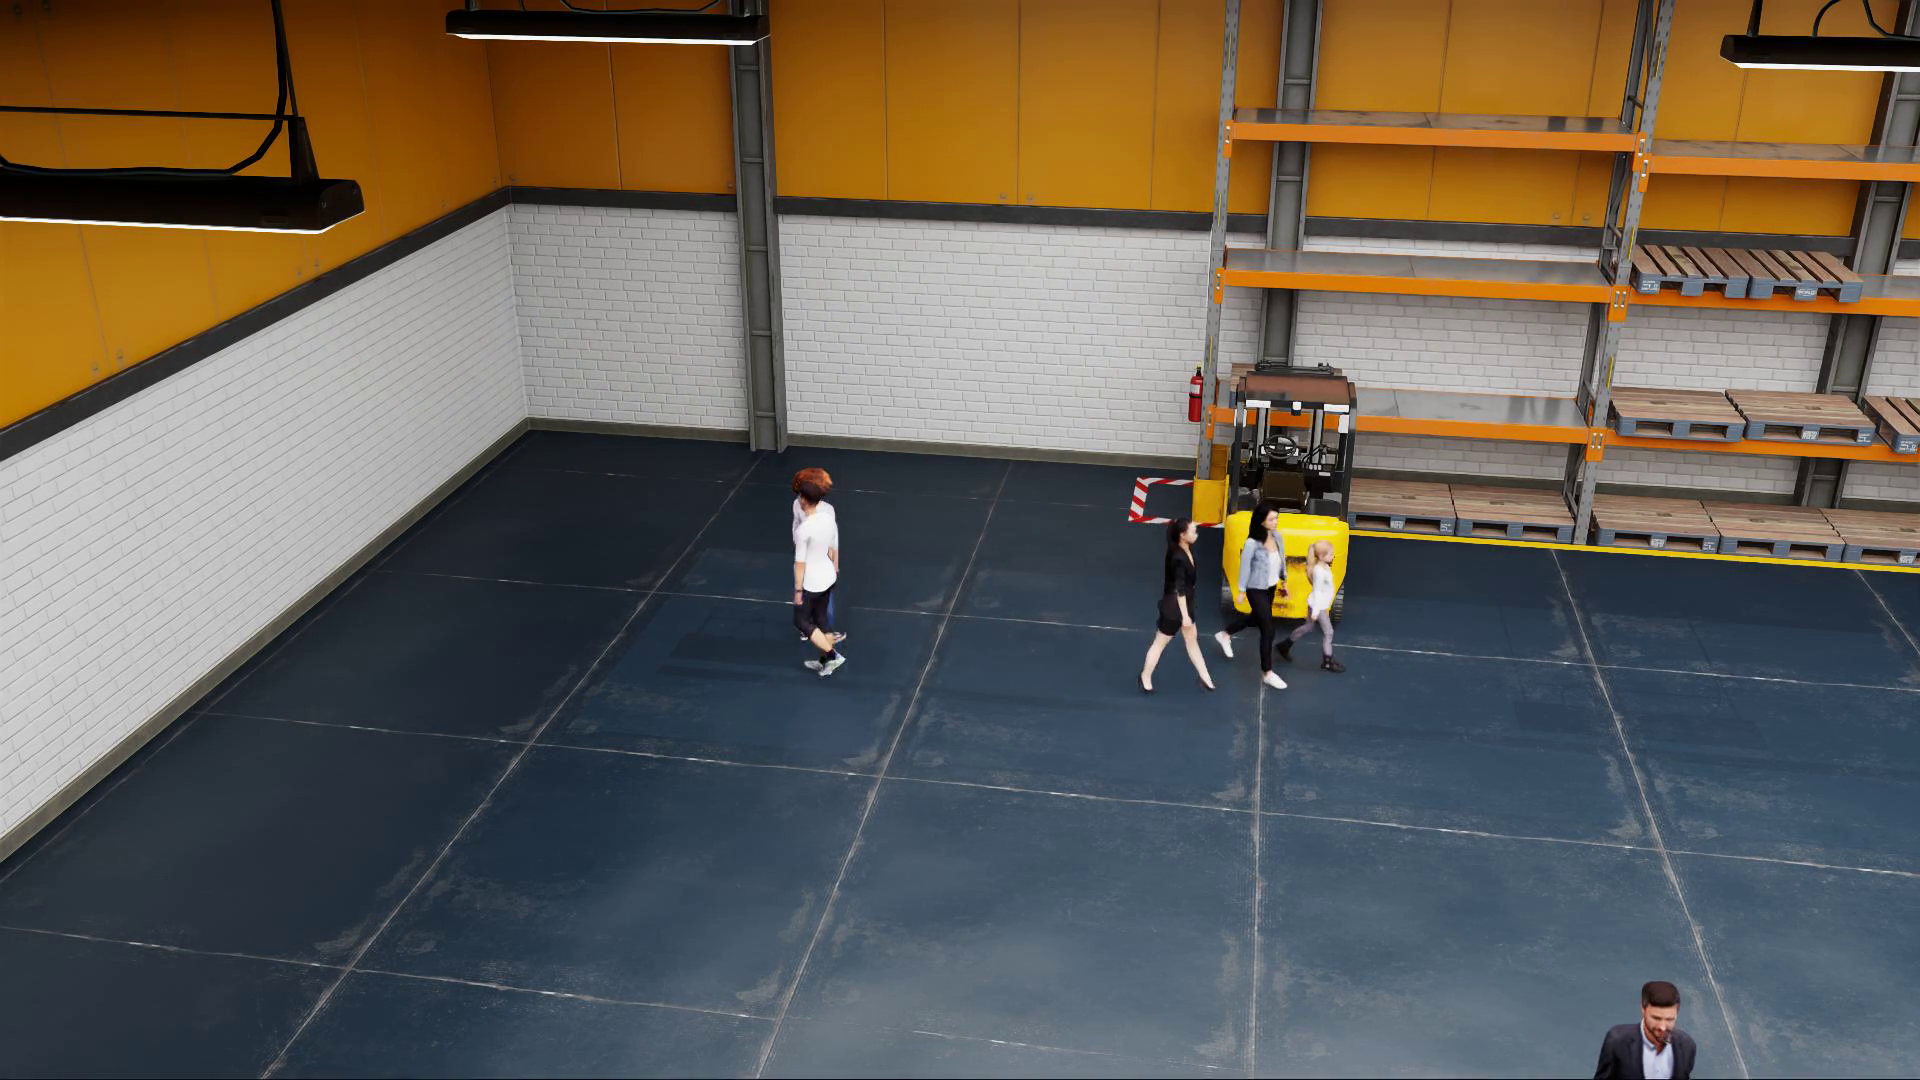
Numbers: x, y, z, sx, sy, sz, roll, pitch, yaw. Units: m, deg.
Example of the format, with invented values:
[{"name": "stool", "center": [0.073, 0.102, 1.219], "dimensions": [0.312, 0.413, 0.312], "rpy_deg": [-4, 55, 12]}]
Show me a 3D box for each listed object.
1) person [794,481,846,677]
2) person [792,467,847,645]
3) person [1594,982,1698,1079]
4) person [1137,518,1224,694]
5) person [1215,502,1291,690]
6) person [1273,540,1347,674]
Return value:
[{"name": "person", "center": [-1.202, 0.382, 14.611], "dimensions": [0.893, 1.840, 0.842], "rpy_deg": [15, 28, 31]}, {"name": "person", "center": [-1.338, 0.135, 15.335], "dimensions": [0.643, 1.713, 0.768], "rpy_deg": [12, 26, 26]}, {"name": "person", "center": [3.454, 3.030, 8.519], "dimensions": [0.547, 1.867, 0.729], "rpy_deg": [1, 24, 3]}, {"name": "person", "center": [1.778, 0.592, 14.353], "dimensions": [1.002, 1.662, 0.718], "rpy_deg": [7, 25, 17]}, {"name": "person", "center": [2.599, 0.438, 14.687], "dimensions": [1.026, 1.676, 1.167], "rpy_deg": [-21, 31, -39]}, {"name": "person", "center": [3.139, 0.577, 14.882], "dimensions": [0.864, 1.266, 0.470], "rpy_deg": [4, 24, 8]}]
